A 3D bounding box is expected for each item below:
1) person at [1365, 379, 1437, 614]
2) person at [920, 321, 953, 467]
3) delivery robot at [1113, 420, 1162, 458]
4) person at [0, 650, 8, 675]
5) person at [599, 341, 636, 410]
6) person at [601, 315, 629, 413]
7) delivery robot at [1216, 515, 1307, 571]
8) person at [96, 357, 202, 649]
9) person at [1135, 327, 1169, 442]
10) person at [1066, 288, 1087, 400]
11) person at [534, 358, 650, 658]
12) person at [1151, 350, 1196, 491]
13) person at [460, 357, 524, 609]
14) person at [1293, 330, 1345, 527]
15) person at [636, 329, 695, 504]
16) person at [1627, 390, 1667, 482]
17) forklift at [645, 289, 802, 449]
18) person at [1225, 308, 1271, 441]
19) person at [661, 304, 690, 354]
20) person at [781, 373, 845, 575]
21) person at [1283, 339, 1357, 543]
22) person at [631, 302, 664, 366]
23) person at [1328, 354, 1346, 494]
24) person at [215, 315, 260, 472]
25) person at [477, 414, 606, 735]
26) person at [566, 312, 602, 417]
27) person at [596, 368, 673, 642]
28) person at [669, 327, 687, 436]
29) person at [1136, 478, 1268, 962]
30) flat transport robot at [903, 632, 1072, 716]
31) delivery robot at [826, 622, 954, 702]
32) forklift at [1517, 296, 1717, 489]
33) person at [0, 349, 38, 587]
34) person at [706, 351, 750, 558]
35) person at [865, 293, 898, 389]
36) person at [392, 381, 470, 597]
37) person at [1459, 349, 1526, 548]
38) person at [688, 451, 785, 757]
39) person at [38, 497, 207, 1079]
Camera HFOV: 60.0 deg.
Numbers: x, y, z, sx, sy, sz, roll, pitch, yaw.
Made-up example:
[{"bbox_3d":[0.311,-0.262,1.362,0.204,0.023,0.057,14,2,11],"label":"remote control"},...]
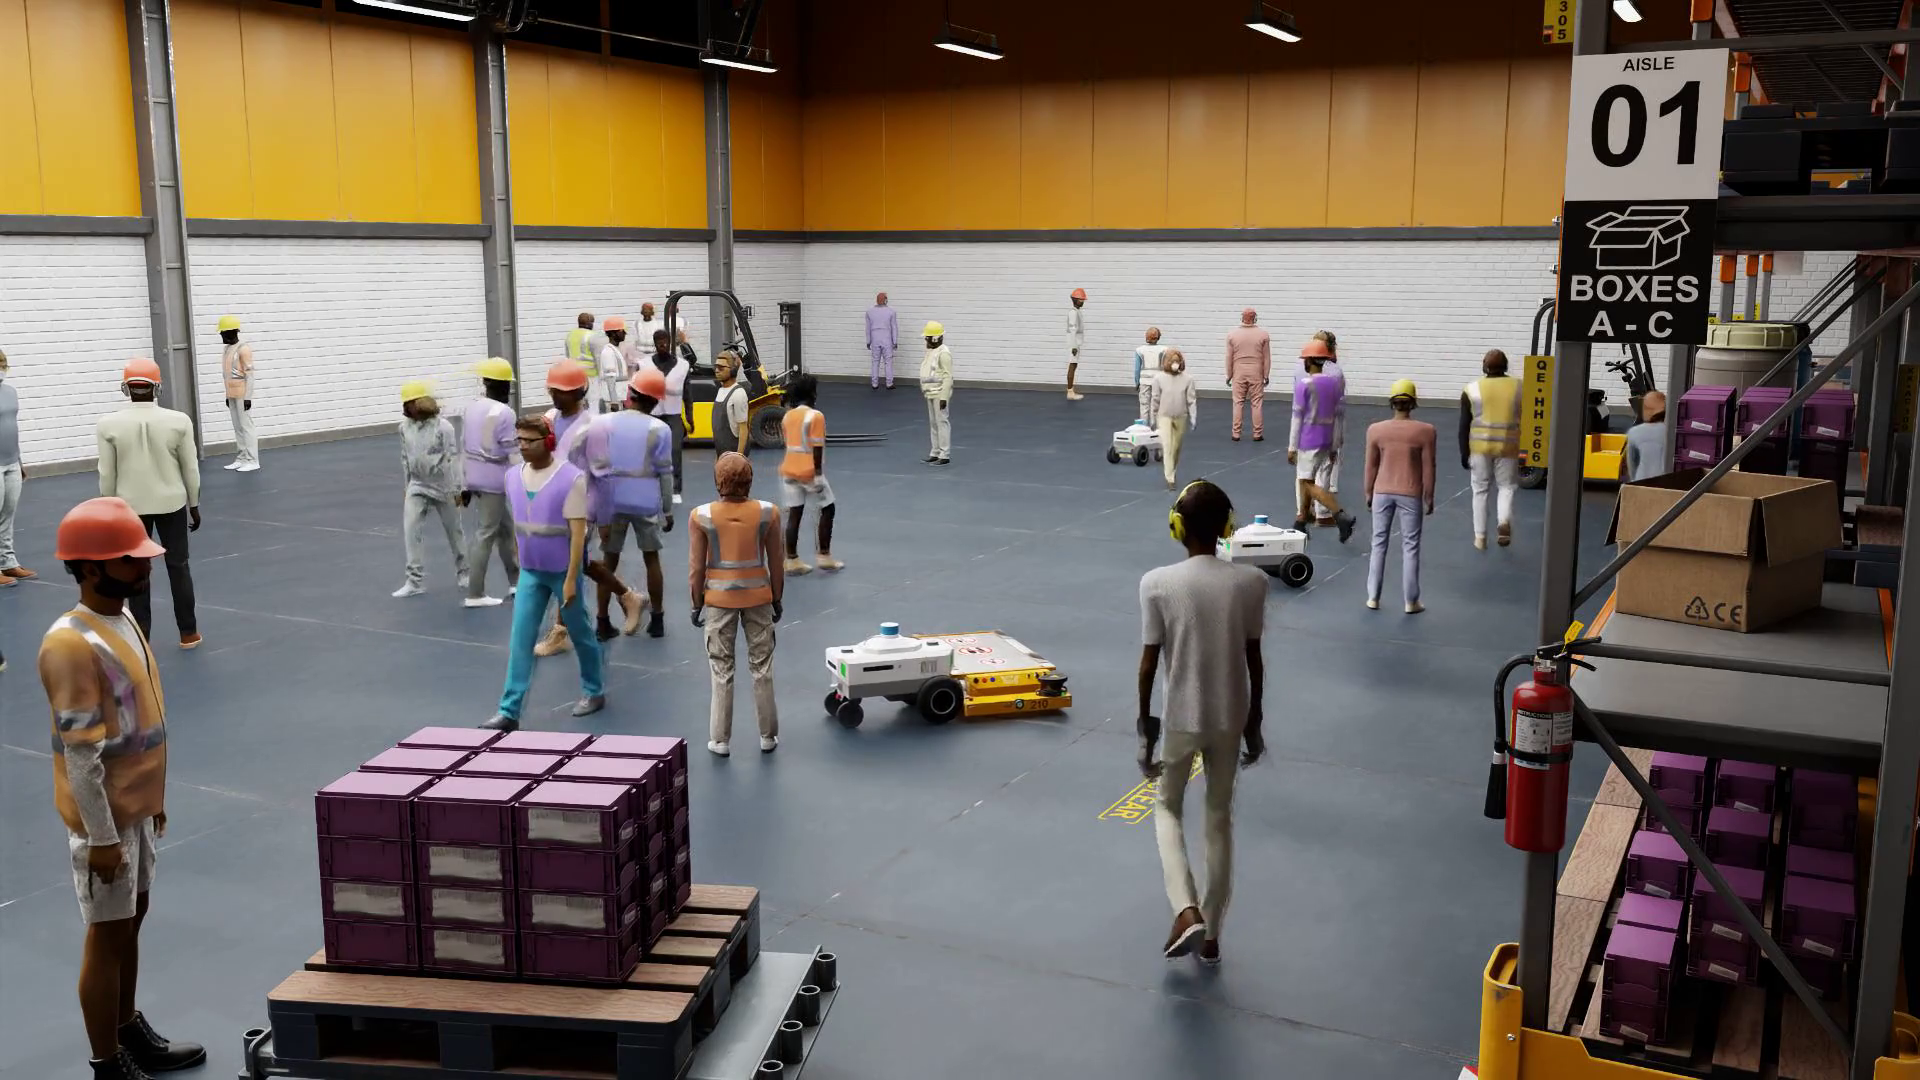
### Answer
[{"bbox_3d":[3.307,-0.332,12.527,0.532,1.750,0.416,5,11,28],"label":"person"},{"bbox_3d":[-0.297,-1.840,20.995,0.404,1.829,0.591,-3,10,-19],"label":"person"},{"bbox_3d":[2.278,-1.294,21.245,0.477,0.478,0.707,8,13,40],"label":"delivery robot"},{"bbox_3d":[-6.404,-0.067,10.387,0.668,1.947,0.508,1,10,8],"label":"person"},{"bbox_3d":[-4.850,-2.269,23.678,0.540,1.749,0.488,0,10,2],"label":"person"},{"bbox_3d":[-4.120,-1.720,19.974,0.354,1.942,0.545,-1,10,-5],"label":"person"},{"bbox_3d":[2.439,0.042,13.513,0.707,0.478,0.477,-2,10,-10],"label":"delivery robot"},{"bbox_3d":[-5.441,-0.232,11.206,0.615,1.994,0.381,-5,11,-25],"label":"person"},{"bbox_3d":[2.733,-2.201,23.627,0.514,1.642,0.310,3,10,16],"label":"person"},{"bbox_3d":[2.141,-3.587,30.507,0.400,2.037,0.610,1,10,8],"label":"person"},{"bbox_3d":[-2.513,-0.238,11.232,0.628,2.004,0.935,10,14,44],"label":"person"},{"bbox_3d":[2.443,-1.399,19.108,0.508,1.594,0.835,-1,10,-4],"label":"person"},{"bbox_3d":[-3.479,-0.442,12.729,0.871,1.891,0.594,-9,13,-42],"label":"person"},{"bbox_3d":[3.540,-1.094,16.356,0.360,1.938,0.635,-6,11,-31],"label":"person"},{"bbox_3d":[-3.220,-1.347,18.075,0.636,1.862,0.789,-3,10,-18],"label":"person"},{"bbox_3d":[5.536,-0.378,13.168,0.318,1.612,0.542,-9,13,-42],"label":"person"},{"bbox_3d":[-3.358,-2.392,23.136,2.313,2.155,1.214,-1,10,-5],"label":"forklift"},{"bbox_3d":[4.115,-2.359,23.771,0.639,1.911,0.406,2,10,12],"label":"person"},{"bbox_3d":[-4.859,-3.125,28.280,0.575,1.882,0.360,-7,12,-36],"label":"person"},{"bbox_3d":[-1.245,-0.554,13.964,0.637,1.671,0.554,-9,13,-41],"label":"person"},{"bbox_3d":[3.336,-0.904,15.374,0.541,1.902,0.867,-8,13,-40],"label":"person"},{"bbox_3d":[-5.252,-3.071,27.998,0.604,1.868,0.431,1,10,4],"label":"person"},{"bbox_3d":[4.064,-1.316,18.512,0.513,1.640,0.308,-6,11,-30],"label":"person"},{"bbox_3d":[-8.911,-1.802,20.500,0.594,1.922,0.375,9,13,42],"label":"person"},{"bbox_3d":[-2.337,0.181,9.392,0.589,1.795,0.965,4,11,24],"label":"person"},{"bbox_3d":[-5.460,-2.393,24.222,0.646,1.834,0.436,8,13,40],"label":"person"},{"bbox_3d":[-2.269,-0.247,11.551,0.572,1.906,0.414,0,10,1],"label":"person"},{"bbox_3d":[-4.219,-2.317,24.414,0.725,1.603,0.494,-3,10,-19],"label":"person"},{"bbox_3d":[0.916,0.699,6.252,0.512,1.853,0.444,-1,10,-3],"label":"person"},{"bbox_3d":[0.130,0.791,10.267,0.652,0.197,1.431,-3,10,-17],"label":"flat transport robot"},{"bbox_3d":[-0.404,0.720,9.588,0.707,0.478,0.477,-4,11,-20],"label":"delivery robot"},{"bbox_3d":[7.296,-1.677,18.993,2.313,2.155,1.214,5,11,27],"label":"forklift"},{"bbox_3d":[-7.800,-0.594,13.481,0.376,1.934,0.629,0,10,2],"label":"person"},{"bbox_3d":[-2.005,-0.718,14.455,0.343,1.846,0.507,-6,11,-30],"label":"person"},{"bbox_3d":[-1.532,-3.924,32.837,0.654,1.906,0.406,2,10,13],"label":"person"},{"bbox_3d":[-4.138,-0.414,13.139,0.547,1.698,0.616,2,10,10],"label":"person"},{"bbox_3d":[4.832,-0.811,15.048,0.638,1.824,0.512,3,10,15],"label":"person"},{"bbox_3d":[-1.188,0.346,8.882,0.514,1.641,0.309,-3,10,-15],"label":"person"},{"bbox_3d":[-2.635,0.826,5.242,0.361,1.940,0.543,-2,10,-12],"label":"person"}]
